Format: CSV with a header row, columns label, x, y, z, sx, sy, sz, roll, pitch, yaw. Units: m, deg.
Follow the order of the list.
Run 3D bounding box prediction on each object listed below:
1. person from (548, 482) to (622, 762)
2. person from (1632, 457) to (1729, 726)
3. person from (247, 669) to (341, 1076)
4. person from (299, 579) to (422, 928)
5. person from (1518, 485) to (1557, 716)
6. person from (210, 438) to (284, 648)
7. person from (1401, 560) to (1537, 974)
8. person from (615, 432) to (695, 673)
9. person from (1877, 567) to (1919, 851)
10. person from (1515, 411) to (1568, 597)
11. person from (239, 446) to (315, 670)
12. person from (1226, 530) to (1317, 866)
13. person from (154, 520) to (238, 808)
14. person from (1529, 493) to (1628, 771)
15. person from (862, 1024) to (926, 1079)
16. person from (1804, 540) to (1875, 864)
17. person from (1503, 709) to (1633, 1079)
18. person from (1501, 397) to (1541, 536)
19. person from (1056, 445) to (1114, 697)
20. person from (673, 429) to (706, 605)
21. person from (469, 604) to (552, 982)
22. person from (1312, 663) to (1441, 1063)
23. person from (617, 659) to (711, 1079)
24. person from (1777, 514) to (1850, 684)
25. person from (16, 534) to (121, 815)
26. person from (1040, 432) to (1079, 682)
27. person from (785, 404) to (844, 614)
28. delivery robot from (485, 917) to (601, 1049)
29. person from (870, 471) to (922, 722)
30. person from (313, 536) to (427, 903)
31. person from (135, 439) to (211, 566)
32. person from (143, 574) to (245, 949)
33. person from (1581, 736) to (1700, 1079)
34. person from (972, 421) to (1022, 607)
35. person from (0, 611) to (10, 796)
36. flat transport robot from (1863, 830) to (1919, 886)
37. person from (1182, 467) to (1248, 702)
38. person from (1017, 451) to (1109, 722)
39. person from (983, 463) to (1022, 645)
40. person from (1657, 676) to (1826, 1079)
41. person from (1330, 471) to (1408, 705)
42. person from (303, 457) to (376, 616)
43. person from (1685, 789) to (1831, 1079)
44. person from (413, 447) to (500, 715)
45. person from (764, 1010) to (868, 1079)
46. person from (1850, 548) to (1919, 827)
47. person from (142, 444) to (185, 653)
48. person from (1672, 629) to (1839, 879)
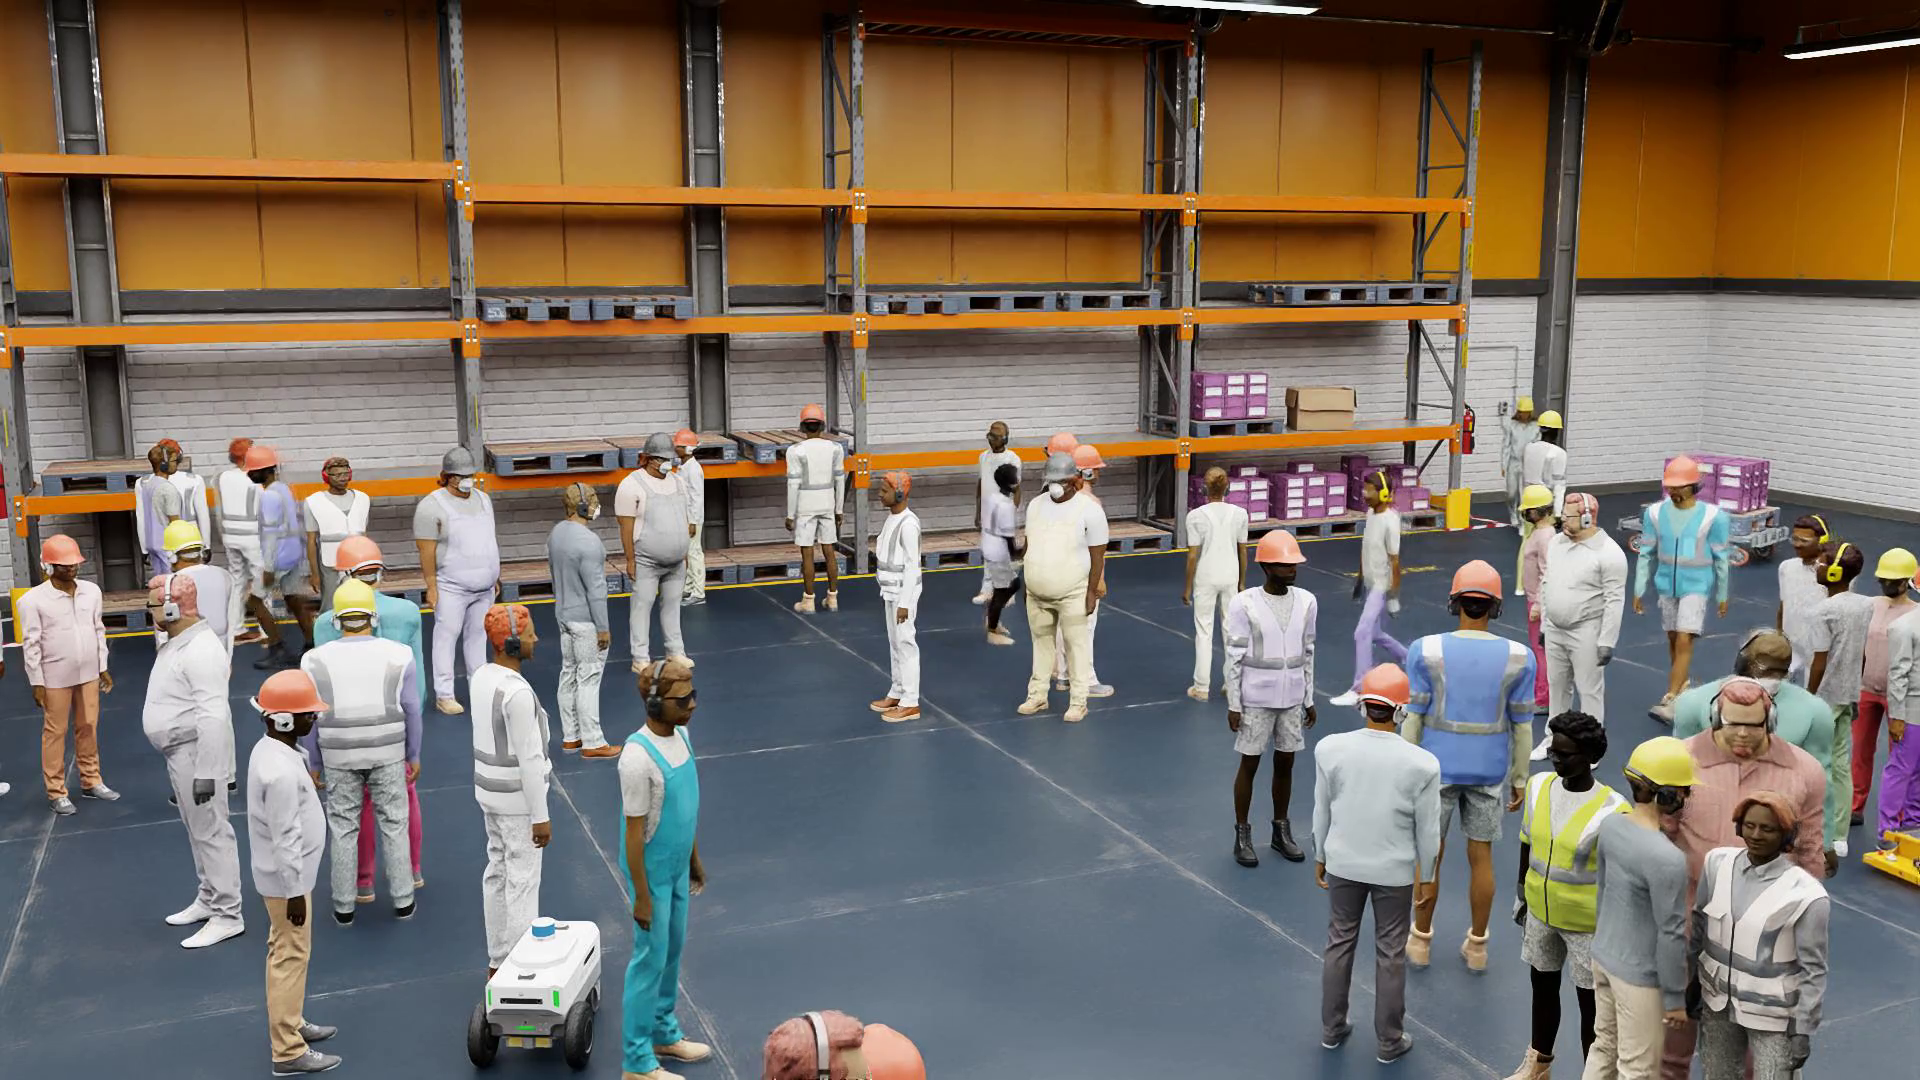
label,x,y,z,sx,sy,sz,roll,pitch,yaw
person,-2.601,0.558,11.491,0.372,1.940,0.631,-8,13,-39
person,5.342,0.374,12.422,1.053,1.980,0.615,-9,13,-43
person,-2.856,1.409,7.153,0.351,1.743,0.567,-4,11,-24
person,-3.107,1.109,8.666,0.591,1.824,0.405,-3,10,-17
person,4.361,0.455,12.608,0.328,1.760,0.523,3,10,15
person,-6.323,0.028,14.740,0.584,1.872,0.362,2,10,10
person,2.453,1.105,8.100,0.611,2.029,0.409,1,10,8
person,-2.489,0.100,13.835,0.535,2.000,0.680,9,13,42
person,5.579,0.973,9.619,0.571,1.755,0.320,-5,11,-27
person,5.875,-0.343,16.767,0.407,1.916,0.588,-5,11,-24
person,-5.721,0.159,13.896,0.654,1.899,0.589,-2,10,-9
person,1.791,0.898,9.521,0.551,1.941,0.340,-3,10,-15
person,-4.849,0.780,10.525,0.404,1.828,0.602,3,10,18
person,4.141,0.624,11.215,0.400,1.905,0.643,-5,11,-25
person,-0.156,1.972,3.885,0.562,1.750,0.338,-7,12,-36
person,4.987,0.924,9.569,0.528,1.876,0.323,-6,11,-30
person,2.456,1.509,6.710,0.317,1.695,0.540,-6,11,-31
person,7.008,-0.938,20.752,0.485,1.722,0.653,3,10,18
person,0.967,0.241,13.152,0.378,1.996,0.610,-5,11,-28
person,-2.717,-0.233,16.570,0.320,1.756,0.563,-4,11,-22
person,-2.083,1.225,7.811,0.355,1.883,0.574,-8,13,-39
person,1.811,1.393,7.256,0.558,1.744,0.345,5,11,27
person,-1.246,1.395,6.965,0.339,1.840,0.505,2,10,13
person,5.347,0.760,10.614,0.712,1.848,0.514,-6,12,-32
person,-5.591,0.831,10.458,0.328,1.750,0.560,4,11,23
person,0.837,0.136,13.624,0.373,2.044,0.608,2,10,9
person,-1.423,-0.301,16.152,0.615,2.037,0.387,-6,12,-31
delivery robot,-1.838,1.918,7.372,0.477,0.478,0.707,0,10,2
person,-0.467,0.415,12.480,0.355,1.882,0.575,-3,10,-17
person,-3.198,0.961,9.030,0.614,1.987,0.406,-9,14,-43
person,-6.871,0.052,14.569,0.577,1.881,0.349,-3,10,-17
person,-3.906,1.106,8.435,0.401,1.904,0.648,-7,12,-33
person,2.509,1.582,6.127,0.339,1.761,0.531,-1,10,-4
person,0.366,-0.258,16.463,0.508,1.847,0.345,7,12,35
person,-6.372,0.740,10.504,0.591,1.919,0.392,-4,11,-22
flat transport robot,5.907,1.763,9.352,1.431,0.197,0.652,-3,10,-18
person,1.986,0.349,12.966,0.507,1.847,0.343,-2,10,-10
person,0.729,0.339,12.460,0.679,2.000,0.537,6,12,32
person,0.381,0.137,14.729,0.351,1.665,0.590,0,10,1
person,3.022,1.448,6.528,0.661,1.886,0.437,3,10,16
person,3.286,0.367,12.877,0.754,1.844,0.526,-1,10,-4
person,-5.078,0.231,13.643,0.390,1.846,0.563,8,13,39
person,2.808,1.673,5.914,0.306,1.645,0.522,-5,11,-27
person,-3.772,0.294,12.717,0.536,2.000,0.688,7,12,33
person,-0.384,1.949,3.660,0.438,1.884,0.660,-5,11,-25
person,5.519,0.916,9.926,0.309,1.769,0.524,-6,12,-32
person,-6.880,0.088,14.470,0.509,1.846,0.342,7,12,36
person,3.469,1.302,7.336,0.732,1.884,0.887,5,11,26
